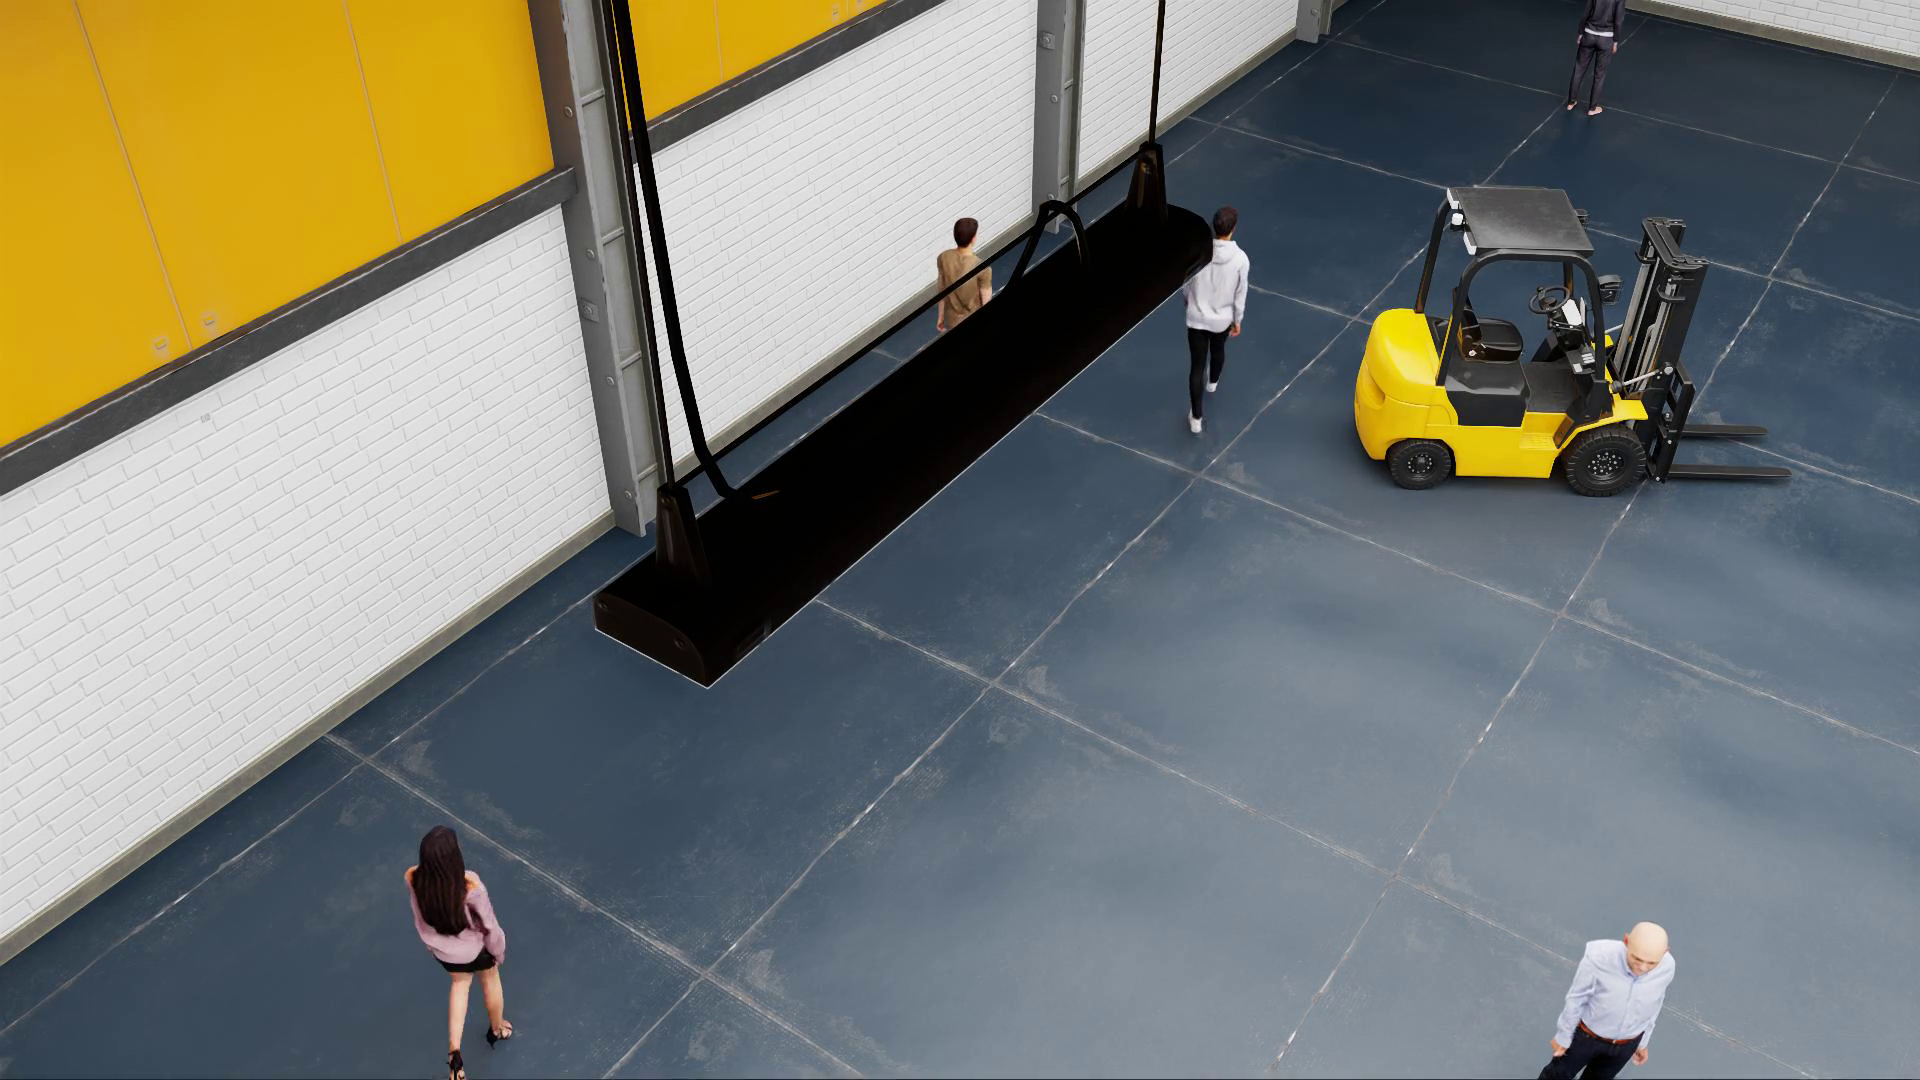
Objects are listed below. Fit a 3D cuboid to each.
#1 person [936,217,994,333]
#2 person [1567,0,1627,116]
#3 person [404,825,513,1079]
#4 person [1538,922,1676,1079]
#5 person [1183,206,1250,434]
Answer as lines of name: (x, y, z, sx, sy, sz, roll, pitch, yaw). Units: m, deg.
person: (-0.006, -1.738, 13.607, 0.681, 1.824, 1.173, 23, 44, 26)
person: (7.125, -5.621, 18.547, 0.624, 1.726, 0.520, 26, 46, 29)
person: (-2.626, 2.203, 8.694, 0.838, 1.796, 0.964, 6, 39, 7)
person: (3.221, 2.484, 8.348, 0.732, 1.788, 0.752, 1, 39, 1)
person: (2.031, -1.766, 13.598, 1.043, 1.878, 1.300, 5, 39, 6)
